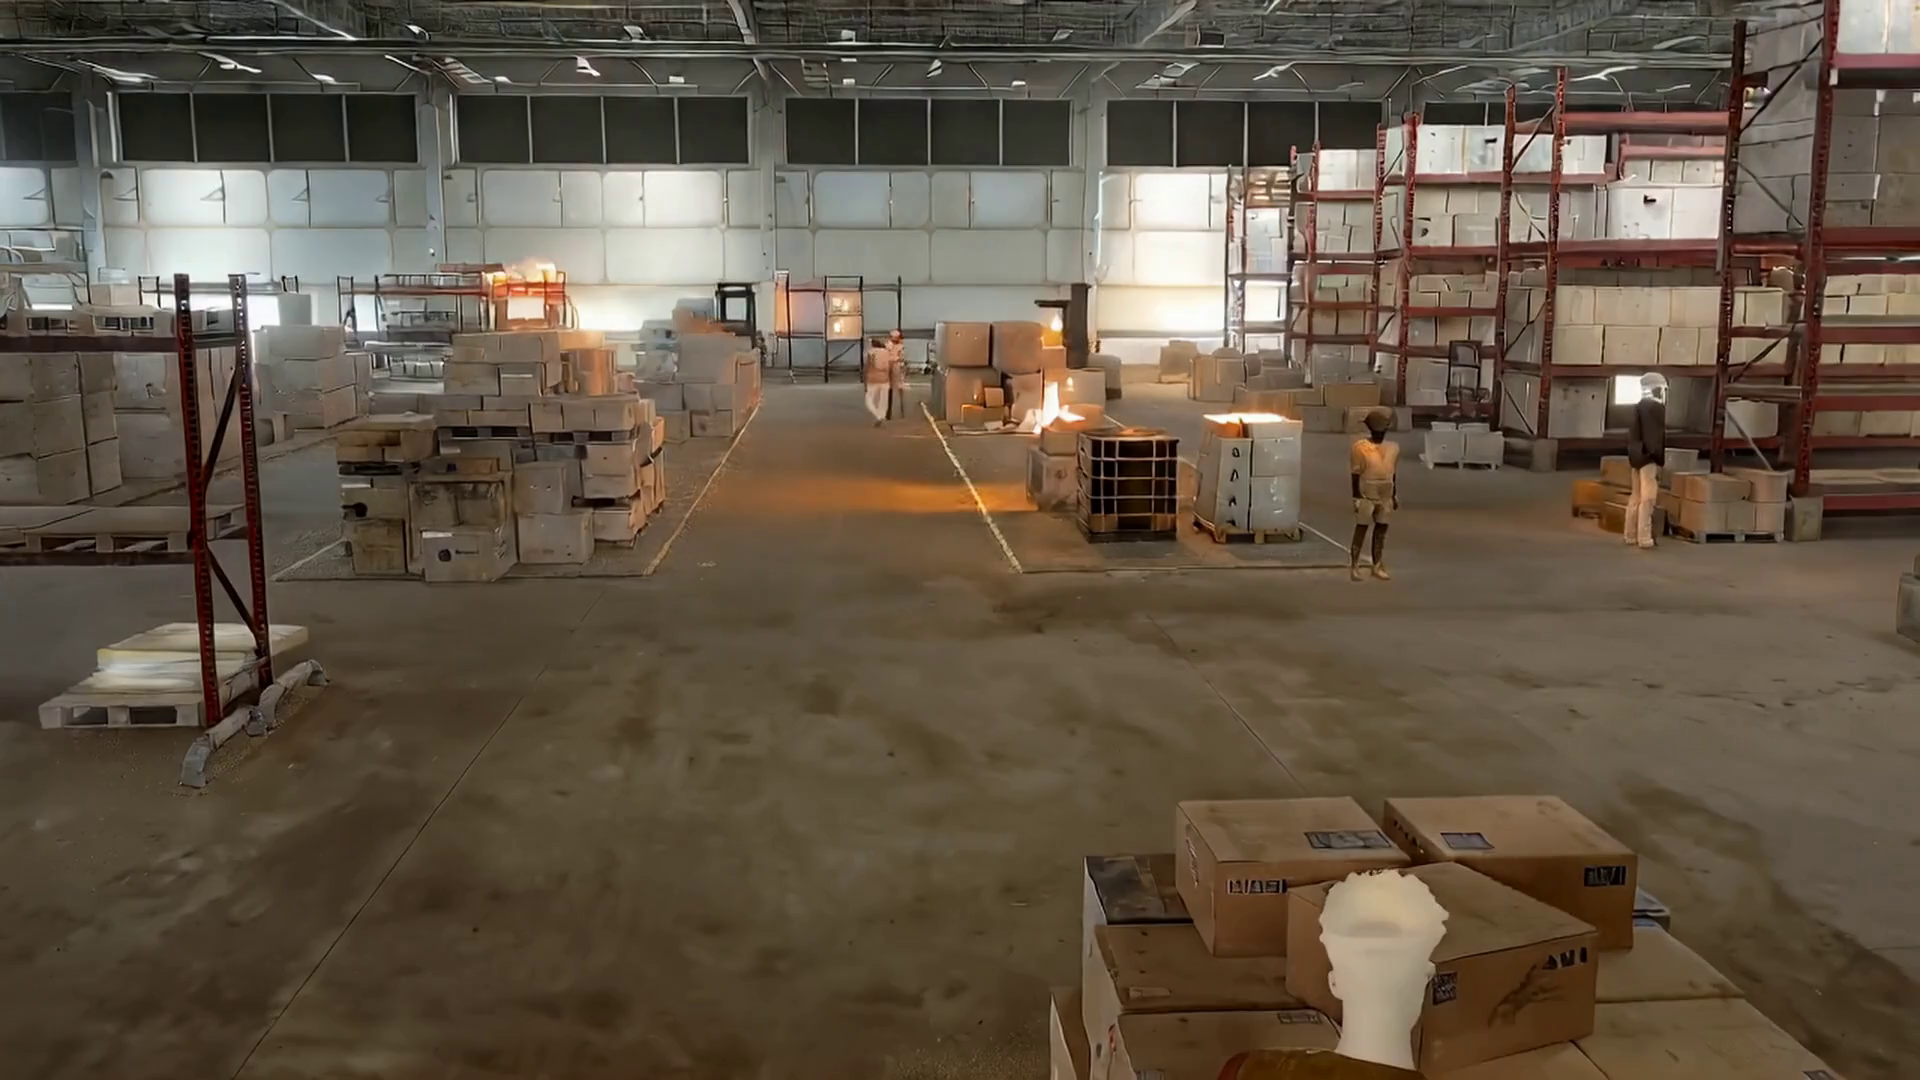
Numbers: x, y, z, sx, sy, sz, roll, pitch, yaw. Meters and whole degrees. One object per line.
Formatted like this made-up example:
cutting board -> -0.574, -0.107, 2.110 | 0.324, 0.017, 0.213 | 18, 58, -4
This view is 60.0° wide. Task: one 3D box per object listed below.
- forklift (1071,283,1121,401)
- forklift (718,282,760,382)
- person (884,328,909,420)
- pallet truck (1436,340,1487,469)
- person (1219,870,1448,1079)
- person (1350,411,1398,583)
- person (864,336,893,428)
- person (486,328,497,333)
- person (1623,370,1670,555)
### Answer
forklift -> 2.880, -4.745, 39.827 | 1.873, 2.768, 1.129 | -1, 9, -4
forklift -> -6.056, -5.590, 45.133 | 1.129, 2.768, 1.873 | -1, 9, -4
person -> -1.352, -3.482, 34.878 | 0.543, 1.927, 0.375 | 2, 9, 14
pallet truck -> 8.004, -2.170, 26.422 | 0.823, 1.965, 1.885 | 2, 9, 14
person -> 0.756, 1.561, 3.084 | 0.606, 1.967, 0.367 | 5, 10, 30
person -> 4.083, -0.424, 16.396 | 0.541, 1.695, 0.316 | -3, 10, -21
person -> -1.631, -3.130, 32.991 | 0.654, 1.824, 0.479 | -5, 10, -29
person -> -9.770, -3.458, 34.760 | 0.638, 1.918, 0.673 | 1, 9, 6
person -> 7.480, -0.844, 18.099 | 0.379, 1.996, 0.610 | -1, 9, -7
